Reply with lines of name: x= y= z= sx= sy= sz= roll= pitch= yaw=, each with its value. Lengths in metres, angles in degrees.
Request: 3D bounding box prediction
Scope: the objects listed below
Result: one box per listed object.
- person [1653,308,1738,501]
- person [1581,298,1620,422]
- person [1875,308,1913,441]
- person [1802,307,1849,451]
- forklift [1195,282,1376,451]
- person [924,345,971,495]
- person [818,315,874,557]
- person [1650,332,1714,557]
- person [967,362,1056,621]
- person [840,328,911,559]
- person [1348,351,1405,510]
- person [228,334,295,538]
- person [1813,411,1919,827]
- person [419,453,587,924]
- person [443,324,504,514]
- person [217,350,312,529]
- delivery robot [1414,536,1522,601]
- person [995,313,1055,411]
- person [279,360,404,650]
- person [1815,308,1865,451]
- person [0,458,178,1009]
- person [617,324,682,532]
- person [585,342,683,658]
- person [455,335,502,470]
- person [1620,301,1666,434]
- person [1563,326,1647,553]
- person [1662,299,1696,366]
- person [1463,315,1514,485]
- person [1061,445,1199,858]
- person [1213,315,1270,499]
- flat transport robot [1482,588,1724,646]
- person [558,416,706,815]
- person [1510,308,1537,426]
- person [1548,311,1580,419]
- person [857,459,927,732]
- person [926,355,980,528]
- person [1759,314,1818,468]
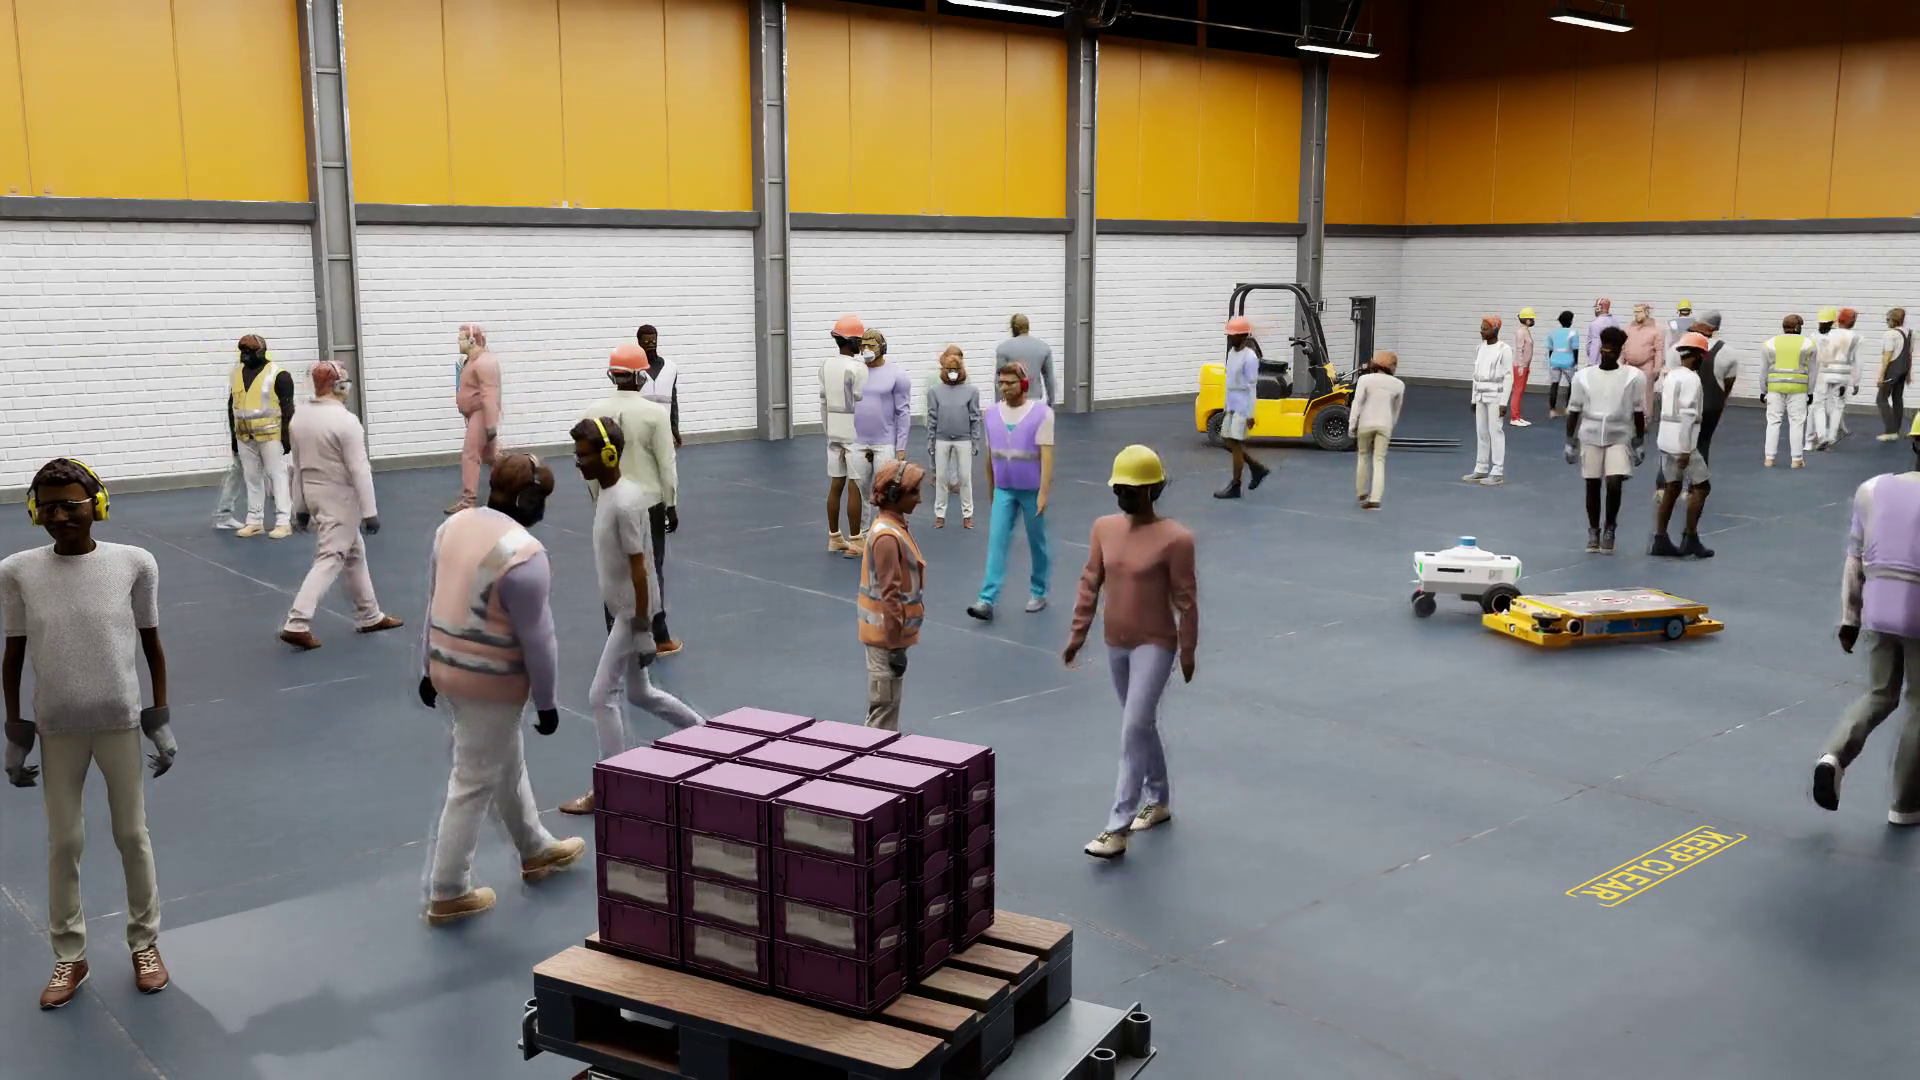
person: x=7.527 y=-1.384 z=17.044 sx=0.729 sy=2.000 sz=0.537 roll=1 pitch=10 yaw=7
person: x=9.663 y=-2.701 z=25.147 sx=0.652 sy=1.906 sz=0.403 roll=-8 pitch=13 yaw=-40
person: x=12.811 y=-2.249 z=22.759 sx=0.655 sy=1.830 sz=0.344 roll=-5 pitch=11 yaw=-25
person: x=11.363 y=-2.104 z=21.726 sx=0.770 sy=1.889 sz=0.589 roll=-7 pitch=12 yaw=-35
forklift: x=4.328 y=-2.346 z=22.227 sx=2.313 sy=2.155 sz=1.214 roll=3 pitch=10 yaw=16
person: x=-0.142 y=-1.319 z=17.999 sx=0.509 sy=1.585 sz=0.880 roll=-1 pitch=10 yaw=-8
person: x=-0.928 y=-0.872 z=14.042 sx=0.376 sy=2.044 sz=0.607 roll=-9 pitch=13 yaw=-43
person: x=6.151 y=-0.788 z=13.990 sx=0.635 sy=1.891 sz=0.620 roll=0 pitch=10 yaw=2
person: x=0.382 y=-0.334 z=11.595 sx=0.594 sy=1.792 sz=0.954 roll=5 pitch=11 yaw=27
person: x=-0.718 y=-0.796 z=13.902 sx=0.631 sy=1.940 sz=0.372 roll=3 pitch=10 yaw=18
person: x=4.199 y=-1.118 z=16.825 sx=0.555 sy=1.579 sz=0.726 roll=1 pitch=10 yaw=7
person: x=-6.300 y=-0.929 z=14.971 sx=0.633 sy=1.839 sz=0.429 roll=2 pitch=10 yaw=14
person: x=4.121 y=0.350 z=7.289 sx=0.610 sy=1.903 sz=0.583 roll=-5 pitch=11 yaw=-27
person: x=-1.732 y=0.553 z=6.459 sx=0.877 sy=1.787 sz=0.684 roll=-9 pitch=13 yaw=-43
person: x=-4.682 y=-1.207 z=16.519 sx=0.889 sy=1.877 sz=0.655 roll=-4 pitch=11 yaw=-23
person: x=-6.482 y=-0.939 z=15.445 sx=0.962 sy=1.675 sz=0.500 roll=-2 pitch=10 yaw=-10
delivery robot: x=3.566 y=0.218 z=11.713 sx=0.707 sy=0.478 sz=0.477 roll=2 pitch=9 yaw=11
person: x=0.702 y=-1.515 z=18.192 sx=0.672 sy=1.923 sz=0.415 roll=-3 pitch=10 yaw=-18
person: x=-4.104 y=-0.239 z=10.861 sx=0.655 sy=1.867 sz=0.965 roll=7 pitch=12 yaw=37
person: x=11.341 y=-2.071 z=21.583 sx=0.656 sy=1.871 sz=0.535 roll=6 pitch=12 yaw=33
person: x=-2.963 y=0.646 z=5.660 sx=0.531 sy=1.870 sz=0.316 roll=-4 pitch=11 yaw=-23
person: x=-2.842 y=-1.007 z=15.200 sx=0.598 sy=1.915 sz=0.375 roll=-7 pitch=12 yaw=-34
person: x=-2.056 y=-0.244 z=10.499 sx=0.612 sy=1.997 sz=0.375 roll=3 pitch=10 yaw=16
person: x=-5.616 y=-1.593 z=19.436 sx=0.515 sy=1.641 sz=0.314 roll=-2 pitch=10 yaw=-10
person: x=9.640 y=-2.440 z=23.663 sx=0.675 sy=1.883 sz=0.672 roll=-9 pitch=13 yaw=-42
person: x=5.449 y=-0.831 z=14.082 sx=0.645 sy=1.940 sz=0.556 roll=5 pitch=11 yaw=28
person: x=11.812 y=-3.019 z=27.232 sx=0.603 sy=1.828 sz=0.404 roll=1 pitch=10 yaw=8
person: x=5.894 y=-1.555 z=18.503 sx=0.337 sy=1.882 sz=0.584 roll=-3 pitch=10 yaw=-20
person: x=0.690 y=0.468 z=7.106 sx=0.831 sy=1.735 sz=0.533 roll=-9 pitch=13 yaw=-43
person: x=2.966 y=-1.384 z=17.388 sx=0.555 sy=1.922 sz=0.569 roll=-2 pitch=10 yaw=-14
flat transport robot: x=4.315 y=0.504 z=11.160 sx=1.431 sy=0.197 sz=0.652 roll=-3 pitch=10 yaw=-18
person: x=-1.431 y=0.336 z=7.610 sx=0.797 sy=1.833 sz=0.583 roll=-3 pitch=10 yaw=-19
person: x=8.436 y=-2.586 z=24.883 sx=0.314 sy=1.769 sz=0.524 roll=6 pitch=11 yaw=30
person: x=9.459 y=-2.737 z=25.994 sx=0.634 sy=1.672 sz=0.553 roll=-9 pitch=13 yaw=-42
person: x=-0.305 y=0.454 z=7.457 sx=0.314 sy=1.640 sz=0.514 roll=0 pitch=10 yaw=-1
person: x=-0.061 y=-0.913 z=15.502 sx=0.502 sy=1.627 sz=0.276 roll=1 pitch=10 yaw=4
person: x=9.952 y=-1.788 z=20.005 sx=0.624 sy=1.841 sz=0.430 roll=7 pitch=12 yaw=34
